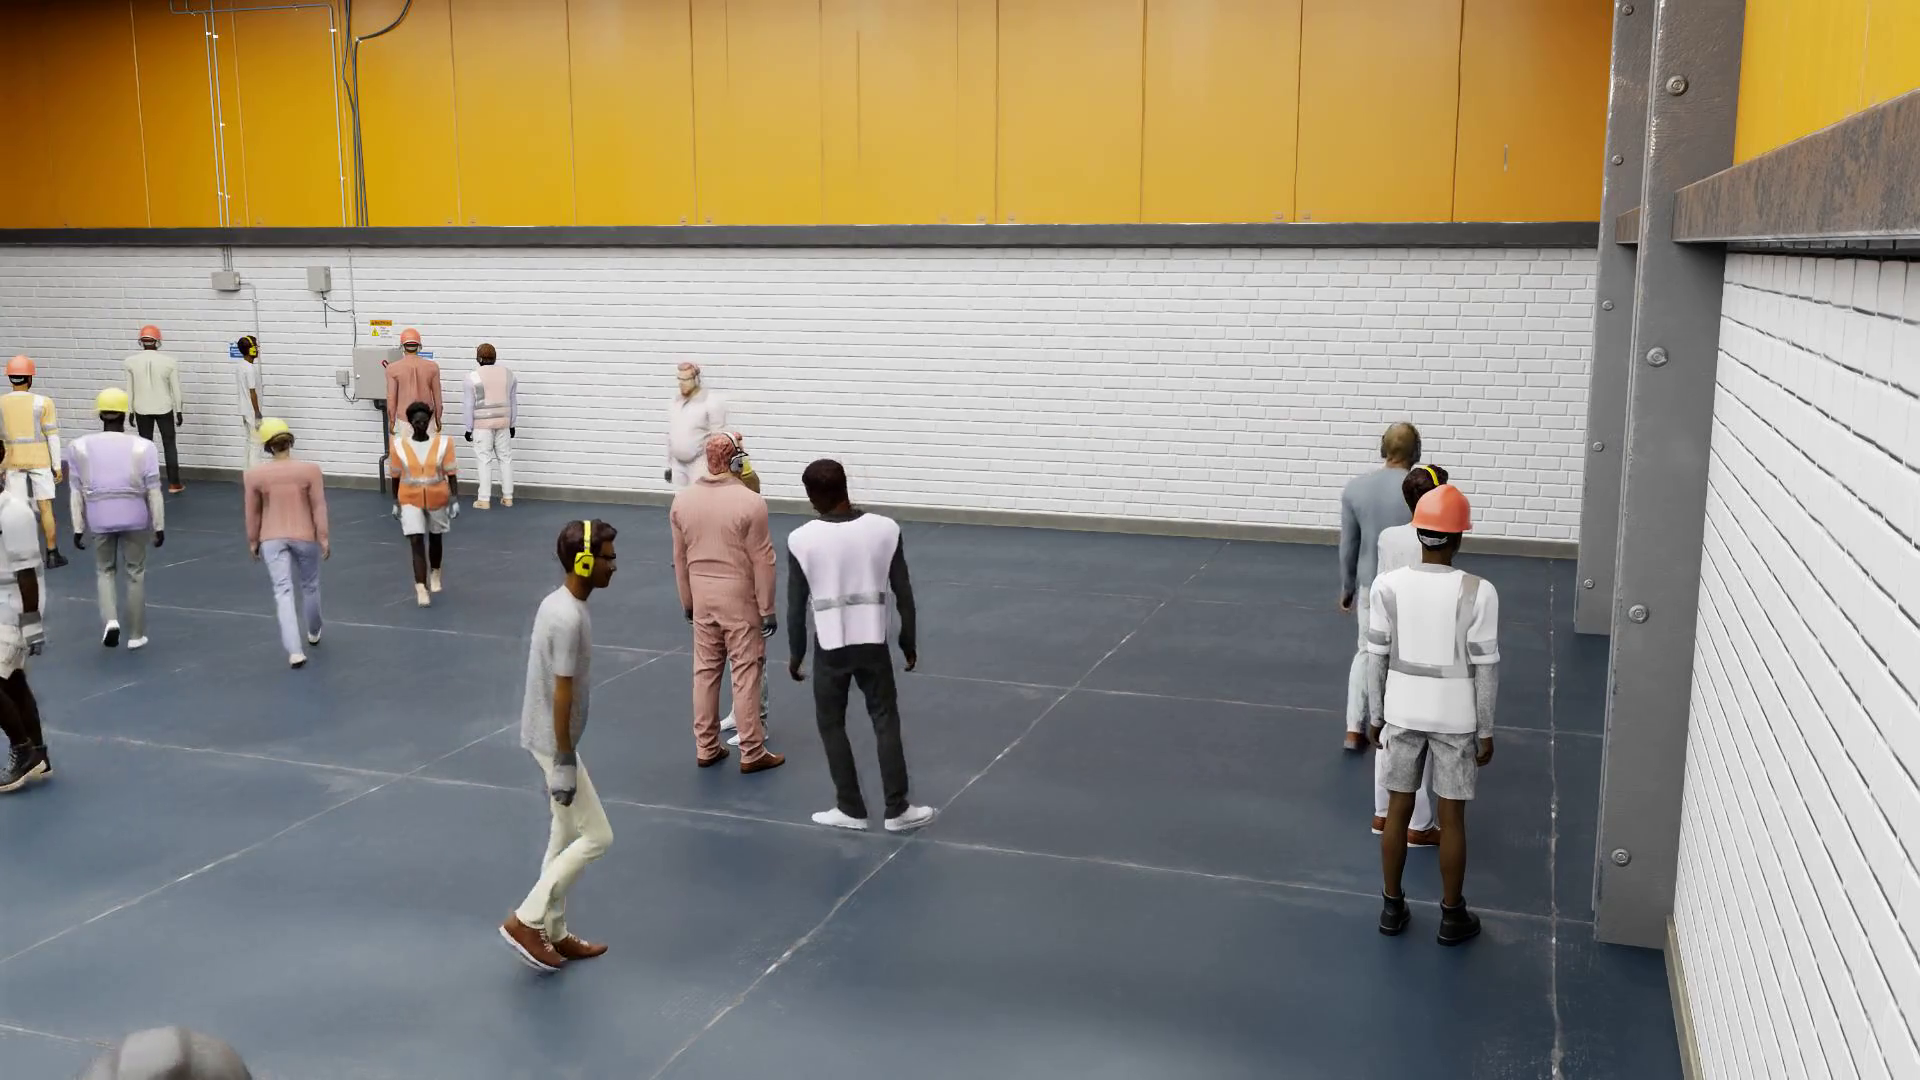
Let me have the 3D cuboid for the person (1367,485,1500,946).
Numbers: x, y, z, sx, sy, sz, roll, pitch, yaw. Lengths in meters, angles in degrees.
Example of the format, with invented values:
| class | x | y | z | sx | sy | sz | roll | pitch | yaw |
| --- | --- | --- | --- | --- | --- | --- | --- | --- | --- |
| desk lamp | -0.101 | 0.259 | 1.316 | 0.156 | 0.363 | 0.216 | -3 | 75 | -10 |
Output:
| class | x | y | z | sx | sy | sz | roll | pitch | yaw |
| --- | --- | --- | --- | --- | --- | --- | --- | --- | --- |
| person | 1.980 | 0.732 | 6.984 | 0.543 | 1.939 | 0.360 | 6 | 12 | 30 |

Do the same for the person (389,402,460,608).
| class | x | y | z | sx | sy | sz | roll | pitch | yaw |
| --- | --- | --- | --- | --- | --- | --- | --- | --- | --- |
| person | -4.411 | -0.321 | 13.712 | 0.539 | 1.659 | 0.870 | -4 | 11 | -21 |

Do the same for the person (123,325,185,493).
| class | x | y | z | sx | sy | sz | roll | pitch | yaw |
| --- | --- | --- | --- | --- | --- | --- | --- | --- | --- |
| person | -9.520 | -1.542 | 19.659 | 0.615 | 1.991 | 0.397 | -3 | 11 | -18 |

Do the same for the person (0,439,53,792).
| class | x | y | z | sx | sy | sz | roll | pitch | yaw |
| --- | --- | --- | --- | --- | --- | --- | --- | --- | --- |
| person | -5.156 | 0.392 | 8.866 | 0.628 | 1.943 | 0.517 | 10 | 14 | 43 |

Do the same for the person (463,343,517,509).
| class | x | y | z | sx | sy | sz | roll | pitch | yaw |
| --- | --- | --- | --- | --- | --- | --- | --- | --- | --- |
| person | -5.234 | -1.267 | 18.517 | 0.627 | 1.844 | 0.429 | -8 | 13 | -40 |

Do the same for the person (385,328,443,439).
| class | x | y | z | sx | sy | sz | roll | pitch | yaw |
| --- | --- | --- | --- | --- | --- | --- | --- | --- | --- |
| person | -6.137 | -1.382 | 18.732 | 0.612 | 1.995 | 0.382 | -6 | 12 | -30 |

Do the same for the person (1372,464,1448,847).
| class | x | y | z | sx | sy | sz | roll | pitch | yaw |
| --- | --- | --- | --- | --- | --- | --- | --- | --- | --- |
| person | 2.239 | 0.561 | 8.139 | 0.328 | 1.874 | 0.521 | -5 | 11 | -27 |

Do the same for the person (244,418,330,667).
| class | x | y | z | sx | sy | sz | roll | pitch | yaw |
| --- | --- | --- | --- | --- | --- | --- | --- | --- | --- |
| person | -4.741 | -0.005 | 11.751 | 0.540 | 1.706 | 0.930 | -4 | 11 | -19 |

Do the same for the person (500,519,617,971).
| class | x | y | z | sx | sy | sz | roll | pitch | yaw |
| --- | --- | --- | --- | --- | --- | --- | --- | --- | --- |
| person | -1.565 | 0.835 | 6.693 | 0.438 | 1.835 | 0.544 | -3 | 10 | -14 |

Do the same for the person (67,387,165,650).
| class | x | y | z | sx | sy | sz | roll | pitch | yaw |
| --- | --- | --- | --- | --- | --- | --- | --- | --- | --- |
| person | -6.059 | -0.142 | 11.989 | 0.605 | 1.909 | 0.418 | -3 | 11 | -19 |

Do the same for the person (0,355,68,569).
| class | x | y | z | sx | sy | sz | roll | pitch | yaw |
| --- | --- | --- | --- | --- | --- | --- | --- | --- | --- |
| person | -8.409 | -0.694 | 15.018 | 0.552 | 1.936 | 0.359 | -3 | 10 | -14 |

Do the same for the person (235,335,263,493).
| class | x | y | z | sx | sy | sz | roll | pitch | yaw |
| --- | --- | --- | --- | --- | --- | --- | --- | --- | --- |
| person | -8.283 | -1.459 | 19.504 | 0.317 | 1.876 | 0.531 | -8 | 13 | -37 |

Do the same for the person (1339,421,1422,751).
| class | x | y | z | sx | sy | sz | roll | pitch | yaw |
| --- | --- | --- | --- | --- | --- | --- | --- | --- | --- |
| person | 2.488 | 0.282 | 9.542 | 0.639 | 1.941 | 0.396 | 8 | 13 | 38 |

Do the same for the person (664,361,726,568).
| class | x | y | z | sx | sy | sz | roll | pitch | yaw |
| --- | --- | --- | --- | --- | --- | --- | --- | --- | --- |
| person | -2.393 | -0.696 | 15.181 | 0.641 | 1.886 | 0.552 | 7 | 12 | 34 |

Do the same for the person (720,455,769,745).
| class | x | y | z | sx | sy | sz | roll | pitch | yaw |
| --- | --- | --- | --- | --- | --- | --- | --- | --- | --- |
| person | -1.315 | 0.331 | 9.803 | 0.303 | 1.740 | 0.485 | -5 | 11 | -26 |

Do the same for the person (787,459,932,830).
| class | x | y | z | sx | sy | sz | roll | pitch | yaw |
| --- | --- | --- | --- | --- | --- | --- | --- | --- | --- |
| person | -0.482 | 0.533 | 8.291 | 0.745 | 1.881 | 0.368 | -3 | 11 | -17 |

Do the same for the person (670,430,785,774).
| class | x | y | z | sx | sy | sz | roll | pitch | yaw |
| --- | --- | --- | --- | --- | --- | --- | --- | --- | --- |
| person | -1.276 | 0.344 | 9.257 | 0.638 | 1.909 | 0.408 | 5 | 11 | 26 |
